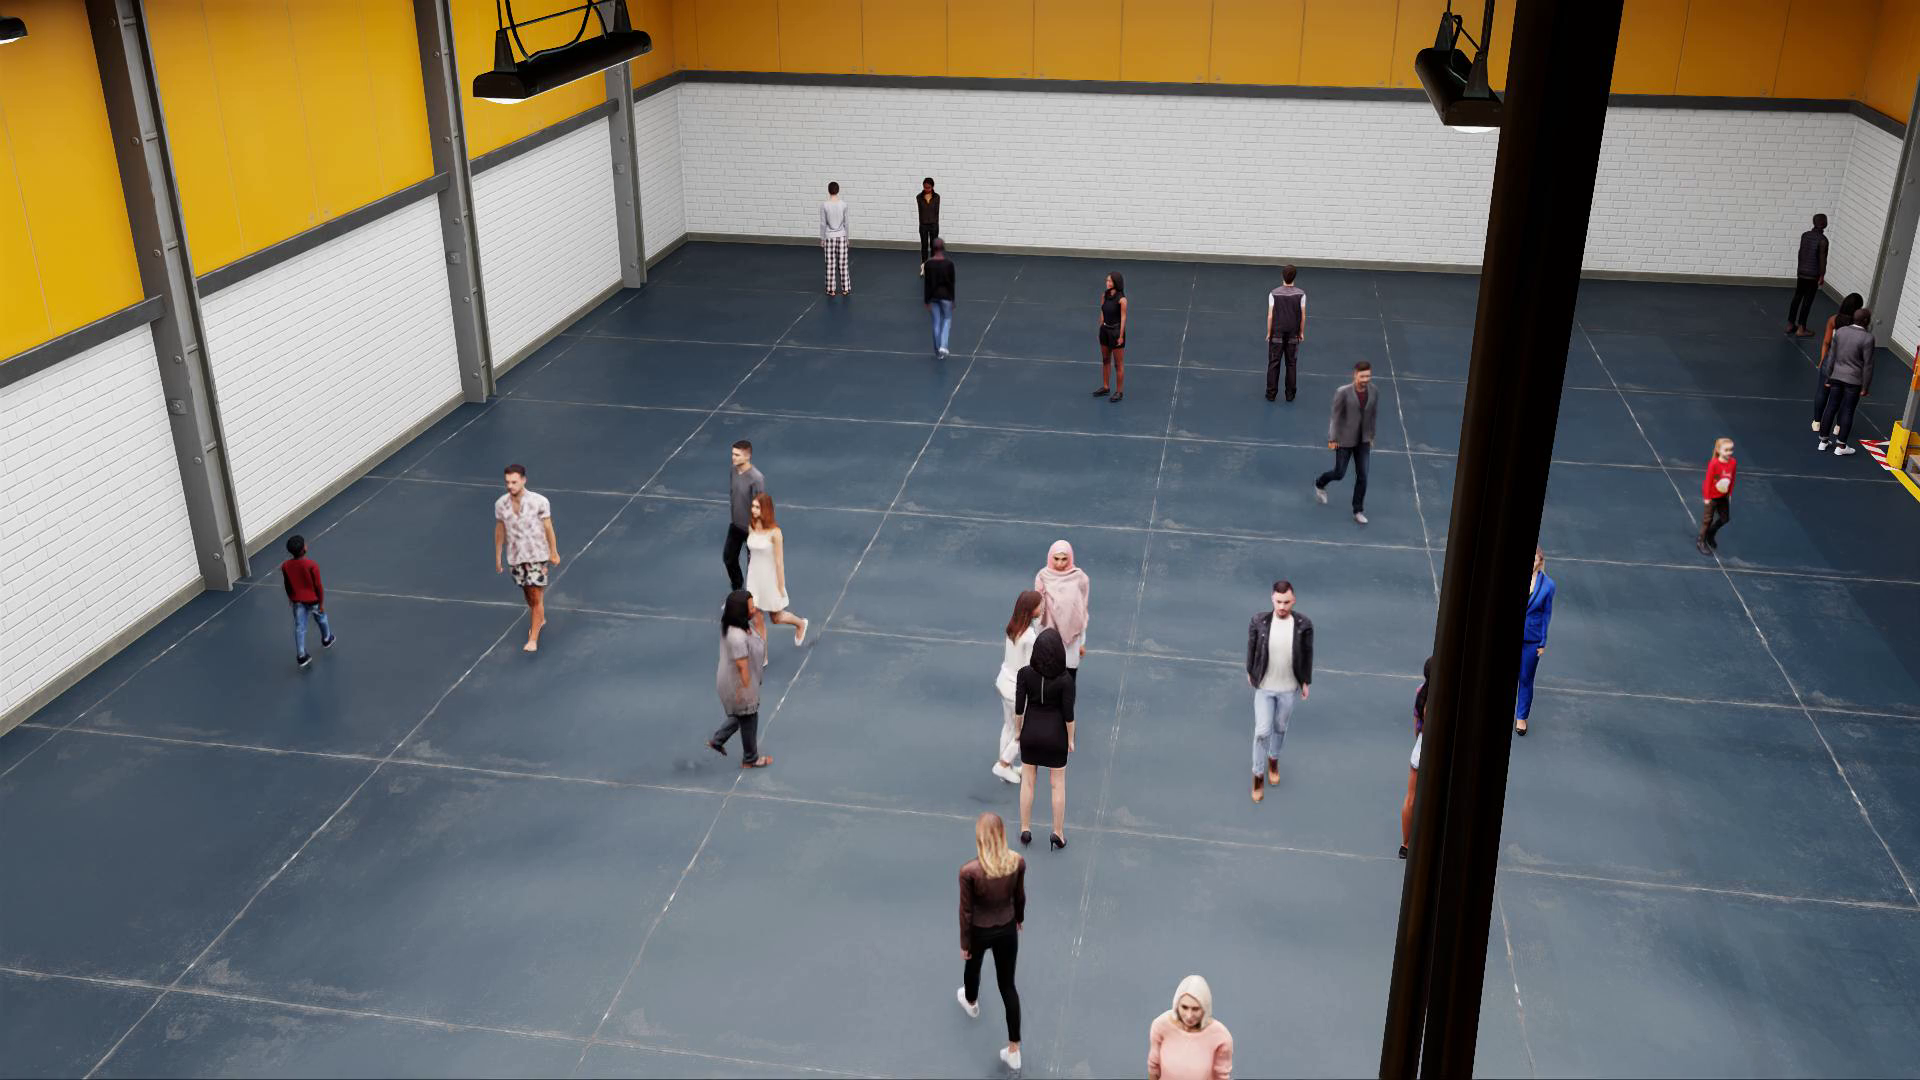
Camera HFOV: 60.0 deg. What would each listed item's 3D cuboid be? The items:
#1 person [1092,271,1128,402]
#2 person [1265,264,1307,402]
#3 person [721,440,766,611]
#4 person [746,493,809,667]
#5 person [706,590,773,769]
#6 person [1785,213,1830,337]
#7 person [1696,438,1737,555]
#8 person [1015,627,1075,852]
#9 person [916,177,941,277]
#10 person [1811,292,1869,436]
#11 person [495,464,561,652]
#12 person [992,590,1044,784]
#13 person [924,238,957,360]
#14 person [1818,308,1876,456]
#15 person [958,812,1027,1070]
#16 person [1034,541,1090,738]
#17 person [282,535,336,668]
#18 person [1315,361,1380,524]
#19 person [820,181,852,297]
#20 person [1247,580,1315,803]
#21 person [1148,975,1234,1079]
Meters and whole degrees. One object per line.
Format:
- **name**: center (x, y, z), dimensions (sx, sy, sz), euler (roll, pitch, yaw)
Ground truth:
- **person**: center (2.038, -2.726, 22.192), dimensions (0.710, 1.740, 0.667), euler (-18, 29, -35)
- **person**: center (4.325, -2.754, 22.121), dimensions (0.665, 1.849, 0.588), euler (2, 24, 5)
- **person**: center (-2.028, -0.170, 16.334), dimensions (0.801, 1.750, 0.864), euler (18, 30, 36)
- **person**: center (-1.717, 0.355, 15.200), dimensions (0.831, 1.696, 1.037), euler (17, 29, 34)
- **person**: center (-1.851, 1.144, 13.518), dimensions (0.879, 1.597, 0.829), euler (-9, 25, -20)
- **person**: center (12.754, -3.996, 24.978), dimensions (0.833, 1.835, 0.670), euler (-6, 24, -13)
- **person**: center (8.006, -0.491, 17.662), dimensions (0.576, 1.274, 0.604), euler (-5, 24, -12)
- **person**: center (0.623, 1.502, 12.442), dimensions (0.625, 1.802, 0.531), euler (7, 24, 15)
- **person**: center (-0.529, -5.351, 28.297), dimensions (0.618, 1.661, 0.670), euler (1, 24, 1)
- **person**: center (11.107, -2.226, 20.974), dimensions (0.737, 1.799, 0.749), euler (17, 29, 34)
- **person**: center (-4.042, 0.096, 15.681), dimensions (0.703, 1.786, 1.006), euler (4, 24, 8)
- **person**: center (0.410, 1.208, 13.285), dimensions (0.873, 1.667, 0.813), euler (-13, 27, -28)
- **person**: center (-0.293, -3.426, 23.795), dimensions (0.636, 1.739, 0.619), euler (2, 24, 4)
- **person**: center (10.825, -1.945, 20.310), dimensions (0.860, 1.818, 0.762), euler (-12, 26, -26)
- **person**: center (0.229, 2.502, 10.329), dimensions (0.997, 1.664, 1.209), euler (-8, 25, -18)
- **person**: center (0.839, 0.836, 13.967), dimensions (0.654, 1.802, 0.636), euler (0, 24, 0)
- **person**: center (-6.035, 0.573, 15.288), dimensions (0.634, 1.226, 0.912), euler (-1, 24, -2)
- **person**: center (4.296, -1.128, 18.413), dimensions (1.021, 1.839, 1.215), euler (-7, 25, -17)
- **person**: center (-2.023, -4.900, 27.032), dimensions (0.696, 1.847, 0.673), euler (-5, 24, -12)
- **person**: center (2.538, 1.120, 13.299), dimensions (0.697, 1.817, 0.844), euler (1, 24, 3)
- **person**: center (1.255, 3.043, 9.083), dimensions (0.636, 1.670, 1.113), euler (5, 24, 12)
